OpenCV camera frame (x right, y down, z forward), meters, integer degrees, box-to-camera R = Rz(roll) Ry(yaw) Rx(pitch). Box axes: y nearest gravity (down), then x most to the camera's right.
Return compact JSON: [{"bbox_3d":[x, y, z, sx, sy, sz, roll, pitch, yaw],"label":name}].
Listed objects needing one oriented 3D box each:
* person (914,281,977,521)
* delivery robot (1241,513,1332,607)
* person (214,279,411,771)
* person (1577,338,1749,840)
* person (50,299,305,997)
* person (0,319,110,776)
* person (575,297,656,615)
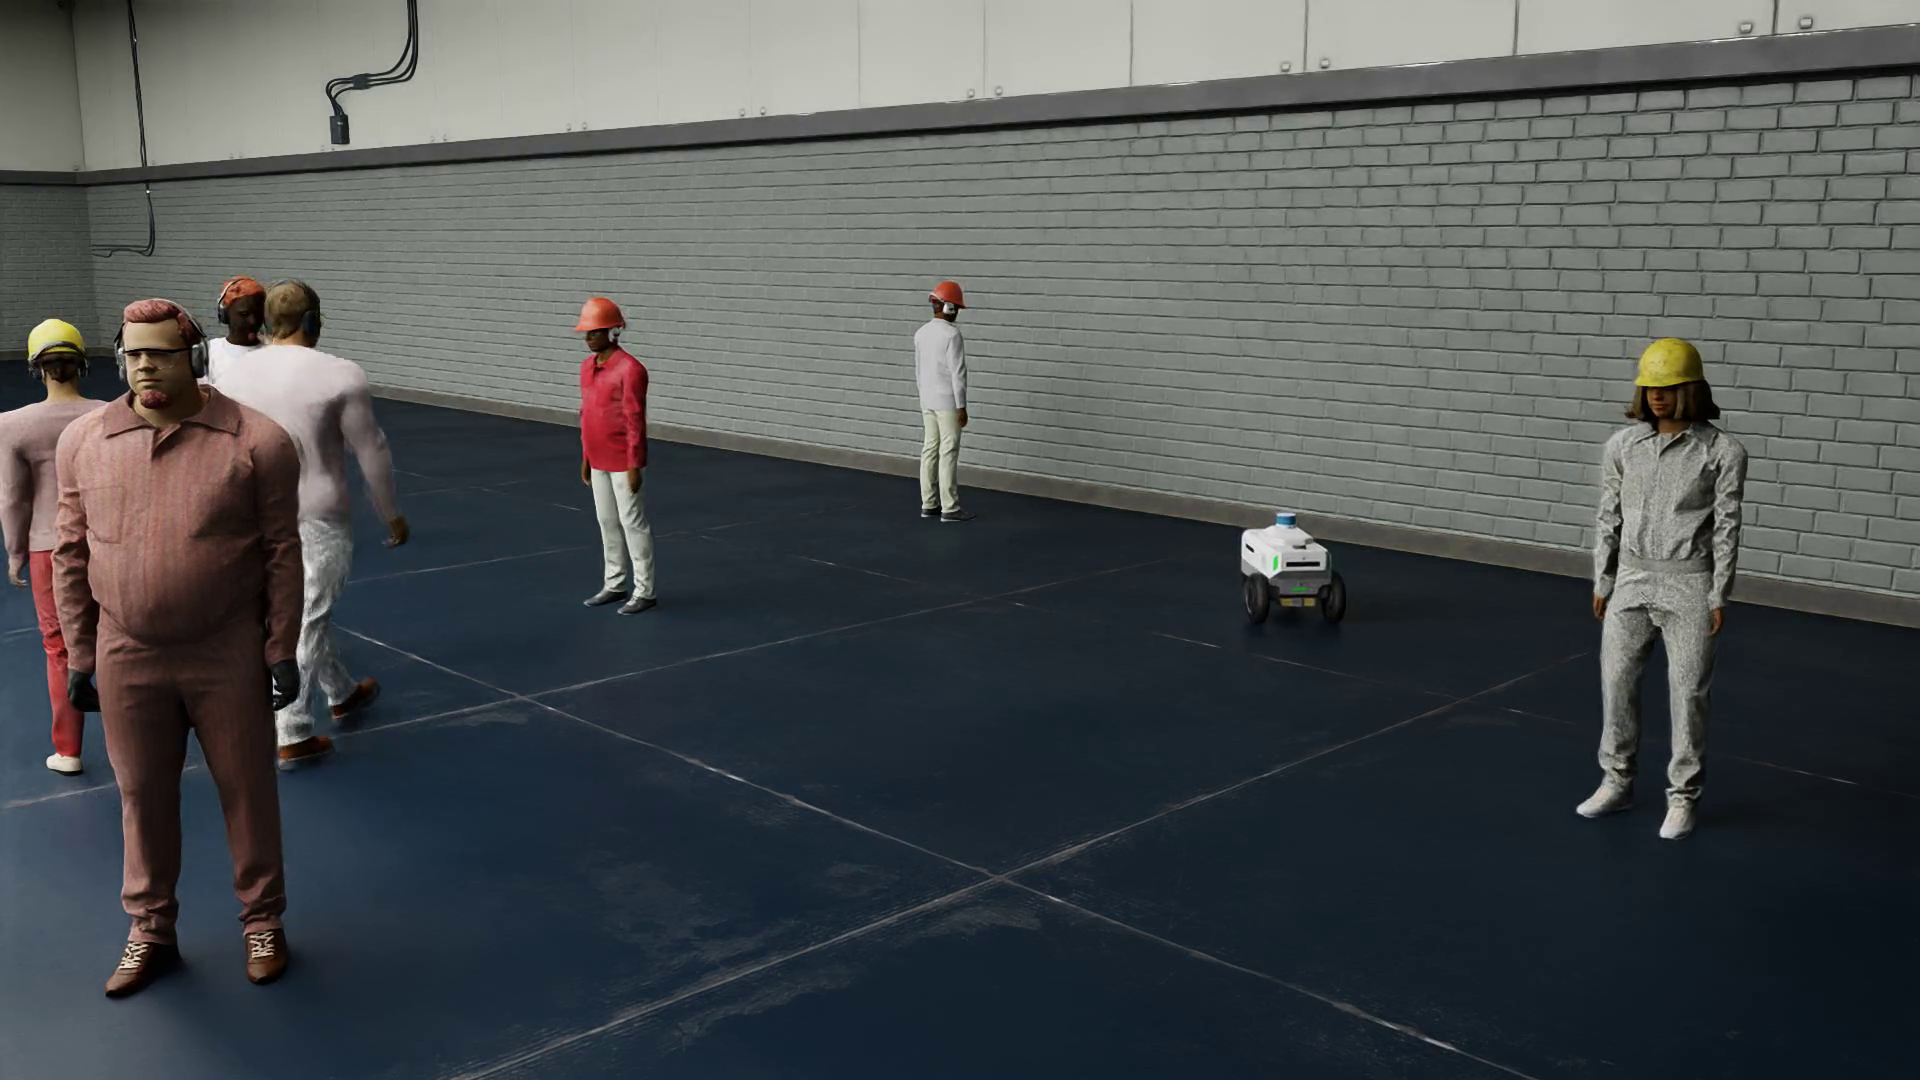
[{"bbox_3d":[-0.104,-1.011,12.166,0.334,1.743,0.560,-7,13,-34],"label":"person"},{"bbox_3d":[1.784,0.094,9.128,0.477,0.478,0.707,-1,10,-4],"label":"delivery robot"},{"bbox_3d":[-2.591,-0.093,6.744,0.650,1.896,0.984,2,11,13],"label":"person"},{"bbox_3d":[2.429,0.172,5.760,0.485,1.733,0.334,9,14,42],"label":"person"},{"bbox_3d":[-2.139,0.299,4.582,0.643,1.909,0.410,-2,11,-12],"label":"person"},{"bbox_3d":[-3.407,0.032,6.437,0.522,1.763,0.320,-7,13,-35],"label":"person"},{"bbox_3d":[-1.929,-0.459,9.168,0.359,1.744,0.570,-10,14,-44],"label":"person"}]
